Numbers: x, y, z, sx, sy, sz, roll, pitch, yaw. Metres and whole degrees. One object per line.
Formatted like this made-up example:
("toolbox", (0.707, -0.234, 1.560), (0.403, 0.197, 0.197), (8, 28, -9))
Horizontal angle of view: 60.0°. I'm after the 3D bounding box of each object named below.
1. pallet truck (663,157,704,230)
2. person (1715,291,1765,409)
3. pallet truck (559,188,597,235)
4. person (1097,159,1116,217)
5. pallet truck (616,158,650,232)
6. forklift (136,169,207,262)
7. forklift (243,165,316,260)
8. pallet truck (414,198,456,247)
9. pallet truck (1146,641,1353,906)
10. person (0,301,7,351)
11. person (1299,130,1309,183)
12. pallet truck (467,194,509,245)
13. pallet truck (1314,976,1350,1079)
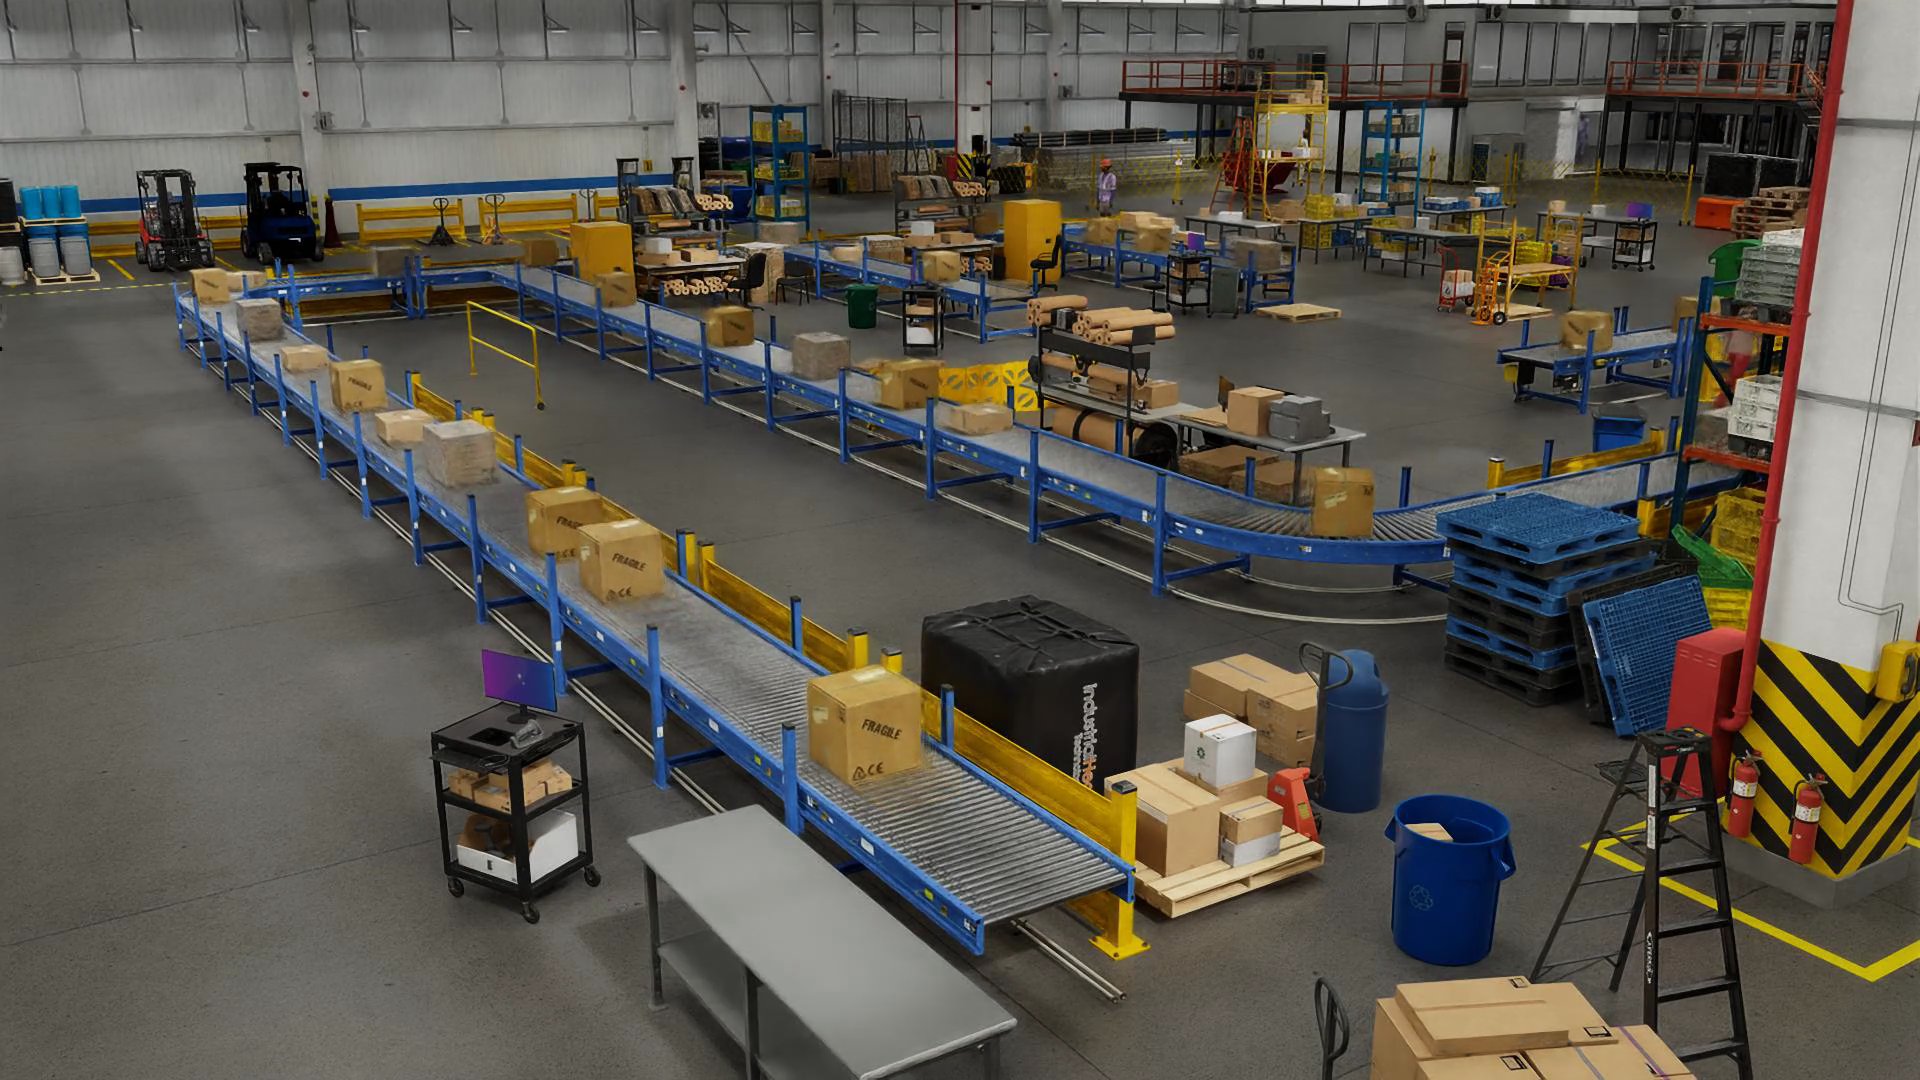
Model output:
("pallet truck", (-7.586, -9.308, 44.692), (0.823, 1.965, 1.885), (-11, 20, -33))
("person", (10.640, -2.541, 22.653), (0.900, 1.721, 0.530), (-7, 18, -21))
("pallet truck", (-10.010, -8.652, 43.699), (0.653, 1.274, 1.630), (-10, 20, -31))
("person", (3.739, -8.789, 42.888), (0.378, 2.044, 0.607), (-12, 20, -34))
("pallet truck", (-8.918, -9.176, 44.255), (0.823, 1.965, 1.885), (-9, 19, -27))
("forklift", (-17.842, -7.318, 37.559), (1.157, 1.987, 2.680), (-10, 20, -31))
("forklift", (-15.898, -7.669, 38.708), (1.157, 1.987, 2.680), (-11, 20, -33))
("pallet truck", (-13.250, -8.060, 41.856), (0.680, 1.201, 1.601), (-10, 20, -31))
("pallet truck", (1.664, 1.407, 10.232), (1.630, 1.274, 0.653), (-10, 20, -31))
("person", (-16.029, -4.023, 27.353), (0.675, 1.856, 0.581), (13, 21, 37))
("person", (12.390, -13.838, 59.979), (0.353, 1.879, 0.567), (10, 19, 29))
("pallet truck", (-11.983, -8.177, 42.137), (0.704, 1.261, 1.522), (-11, 20, -33))
("pallet truck", (2.299, 2.390, 7.086), (1.601, 1.201, 0.680), (-2, 17, -7))
